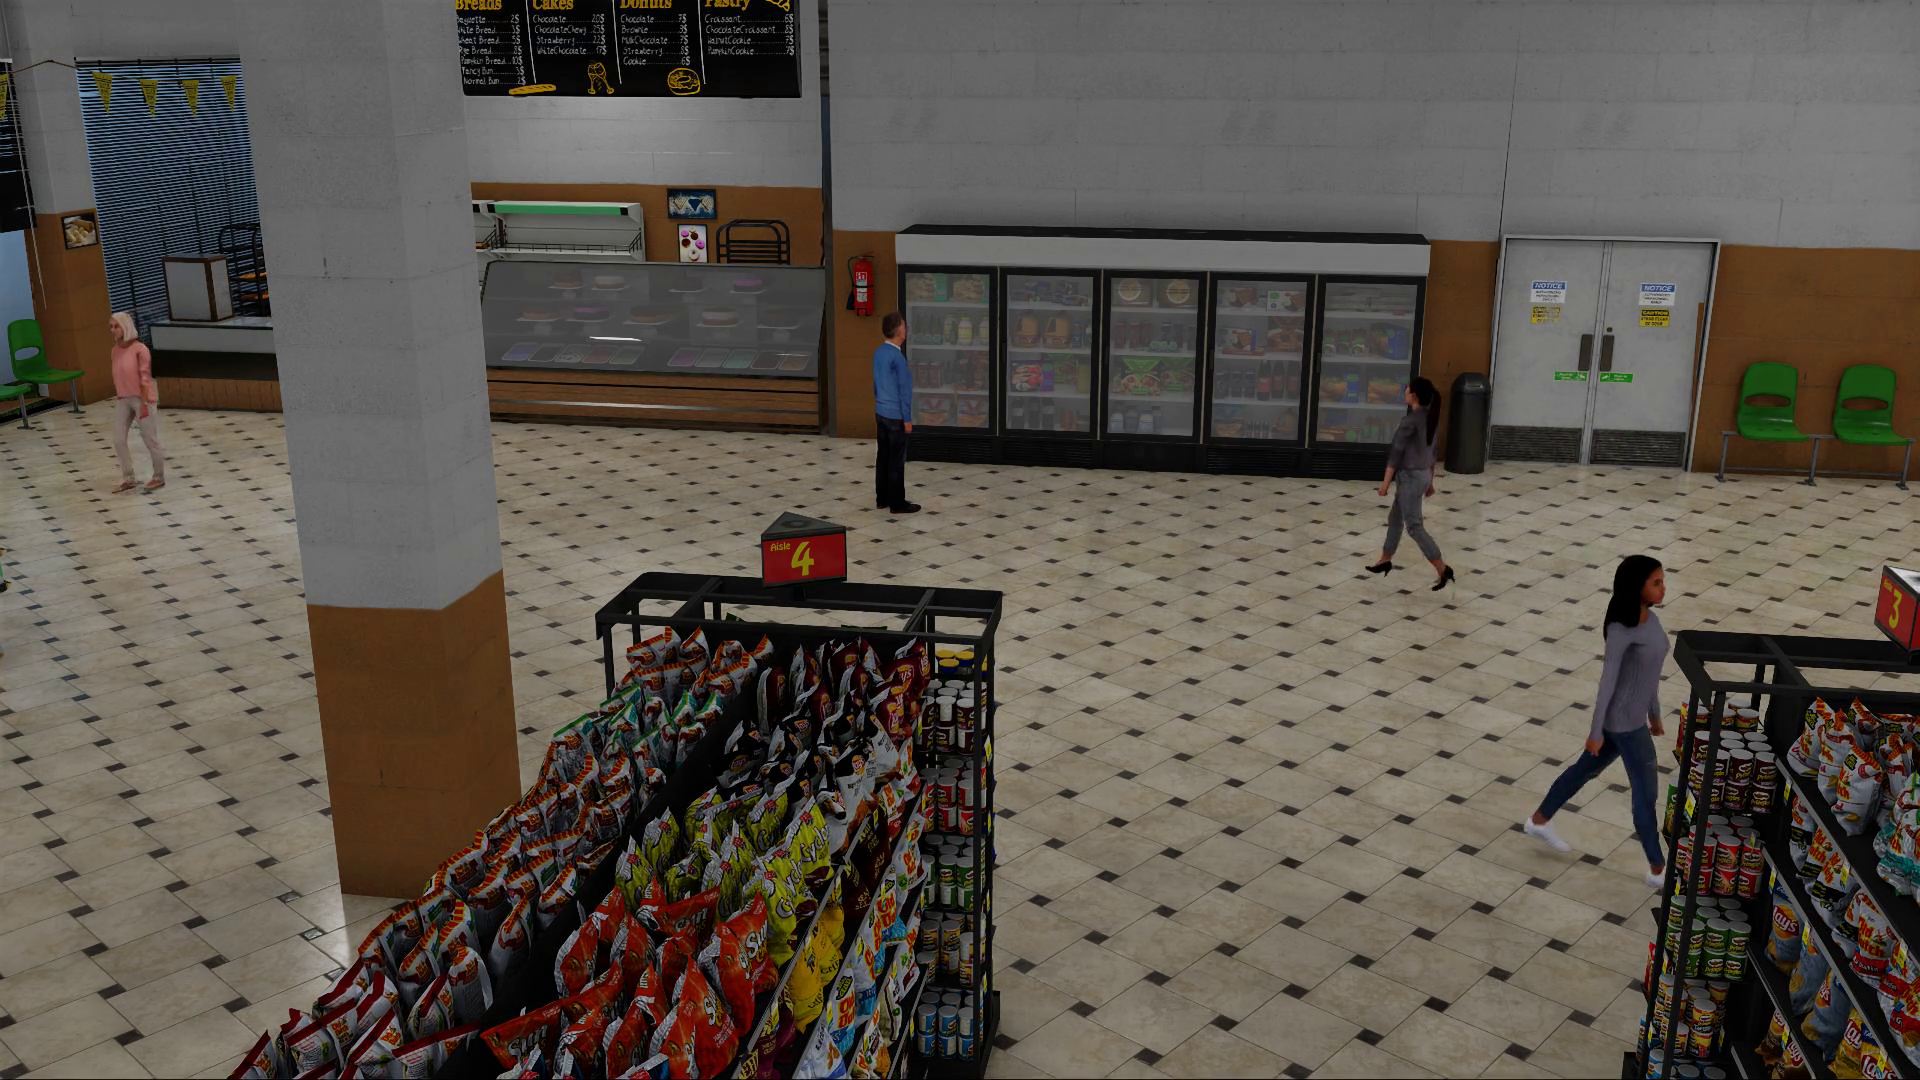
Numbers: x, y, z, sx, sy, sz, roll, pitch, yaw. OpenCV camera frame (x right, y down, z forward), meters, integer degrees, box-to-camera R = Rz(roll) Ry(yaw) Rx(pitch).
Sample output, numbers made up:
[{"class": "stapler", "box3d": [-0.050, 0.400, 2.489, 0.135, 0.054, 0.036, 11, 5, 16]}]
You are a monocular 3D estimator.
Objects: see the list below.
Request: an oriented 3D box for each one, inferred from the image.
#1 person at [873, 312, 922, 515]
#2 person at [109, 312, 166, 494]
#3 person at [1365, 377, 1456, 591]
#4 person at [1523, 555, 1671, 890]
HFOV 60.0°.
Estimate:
[{"class": "person", "box3d": [-0.609, -1.158, 15.045, 0.802, 1.818, 0.730, -10, 20, -31]}, {"class": "person", "box3d": [-7.732, -1.317, 15.756, 0.604, 1.709, 0.743, 4, 17, 12]}, {"class": "person", "box3d": [3.551, -0.392, 12.825, 1.099, 1.641, 1.078, -16, 23, -42]}, {"class": "person", "box3d": [3.272, 0.907, 8.463, 1.065, 1.690, 1.189, 14, 22, 38]}]
